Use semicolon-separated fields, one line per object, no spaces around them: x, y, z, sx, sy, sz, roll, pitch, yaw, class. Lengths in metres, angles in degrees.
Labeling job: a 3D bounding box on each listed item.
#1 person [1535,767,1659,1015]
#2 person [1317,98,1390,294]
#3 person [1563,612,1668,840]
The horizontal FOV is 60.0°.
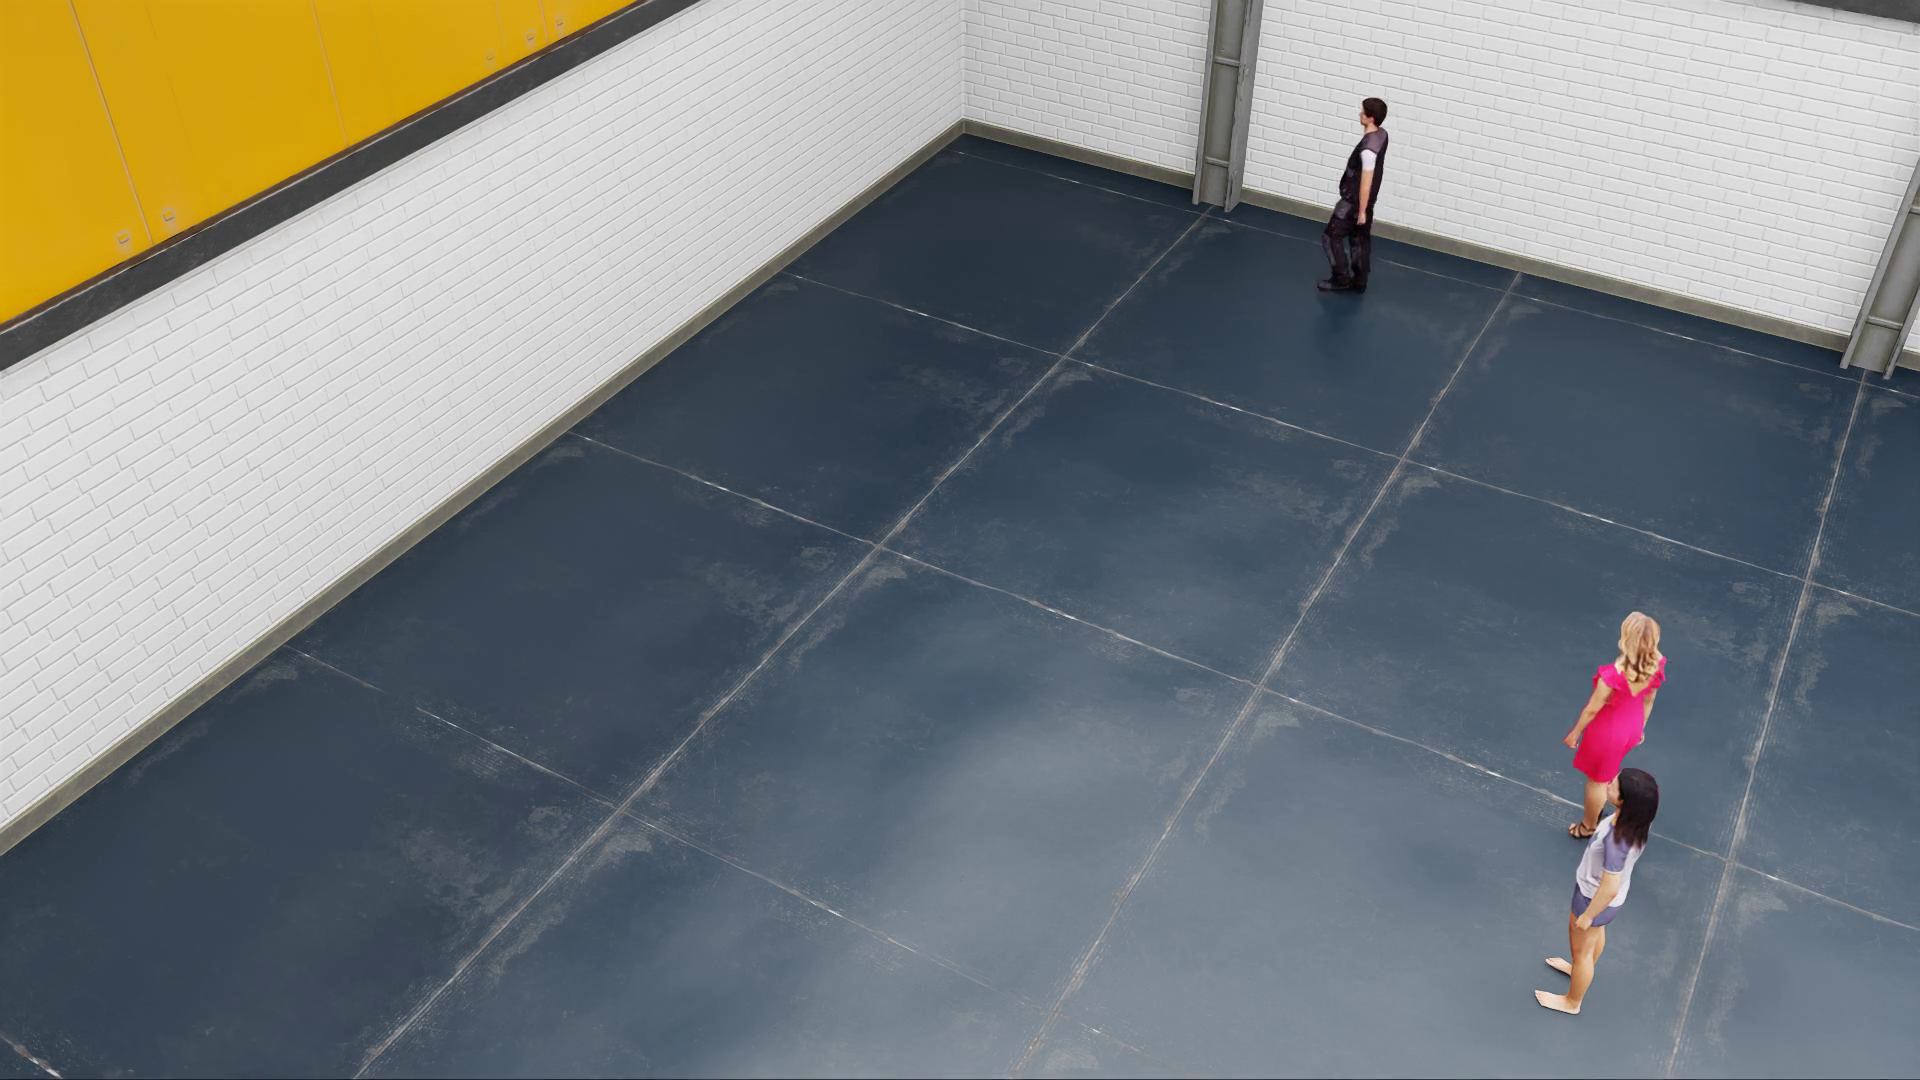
3.332;1.825;8.656;0.487;1.733;0.588;21;43;25;person
3.596;-2.979;14.591;0.654;1.833;0.658;18;42;21;person
3.785;1.156;9.507;0.699;1.717;0.744;-16;41;-19;person
